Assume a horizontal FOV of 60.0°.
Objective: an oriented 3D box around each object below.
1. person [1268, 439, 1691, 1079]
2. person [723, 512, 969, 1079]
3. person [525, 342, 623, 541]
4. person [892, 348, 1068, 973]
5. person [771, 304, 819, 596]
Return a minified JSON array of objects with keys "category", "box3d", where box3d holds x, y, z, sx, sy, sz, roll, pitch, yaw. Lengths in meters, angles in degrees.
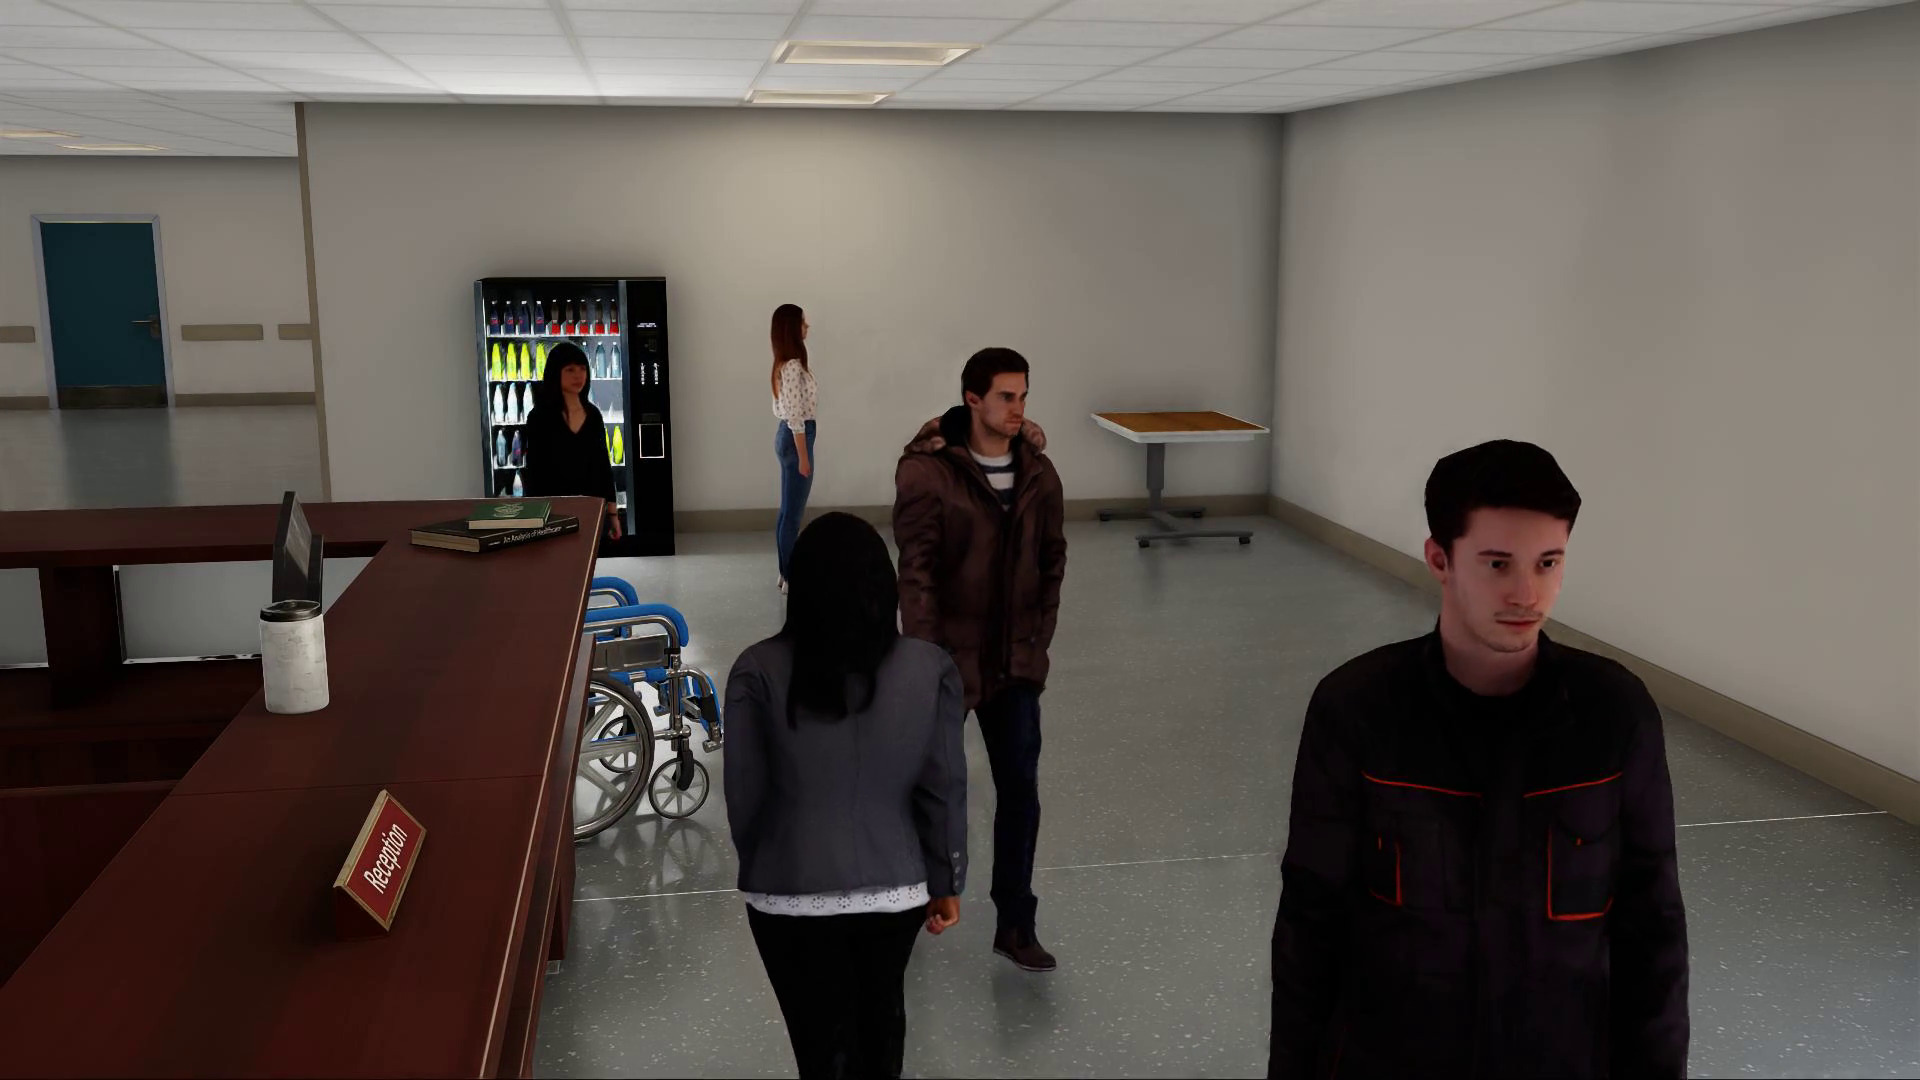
[{"category":"person","box3d":[0.710,0.799,2.431,1.172,1.895,0.942,0,11,1]},{"category":"person","box3d":[-0.232,0.753,3.517,0.725,1.581,0.775,-4,11,-18]},{"category":"person","box3d":[-1.946,-0.142,8.081,0.700,1.638,0.779,-10,15,-43]},{"category":"person","box3d":[-0.003,0.343,5.075,1.214,1.806,1.014,-4,12,-22]},{"category":"person","box3d":[-1.002,-0.550,9.989,0.504,1.728,0.570,-2,11,-11]}]
